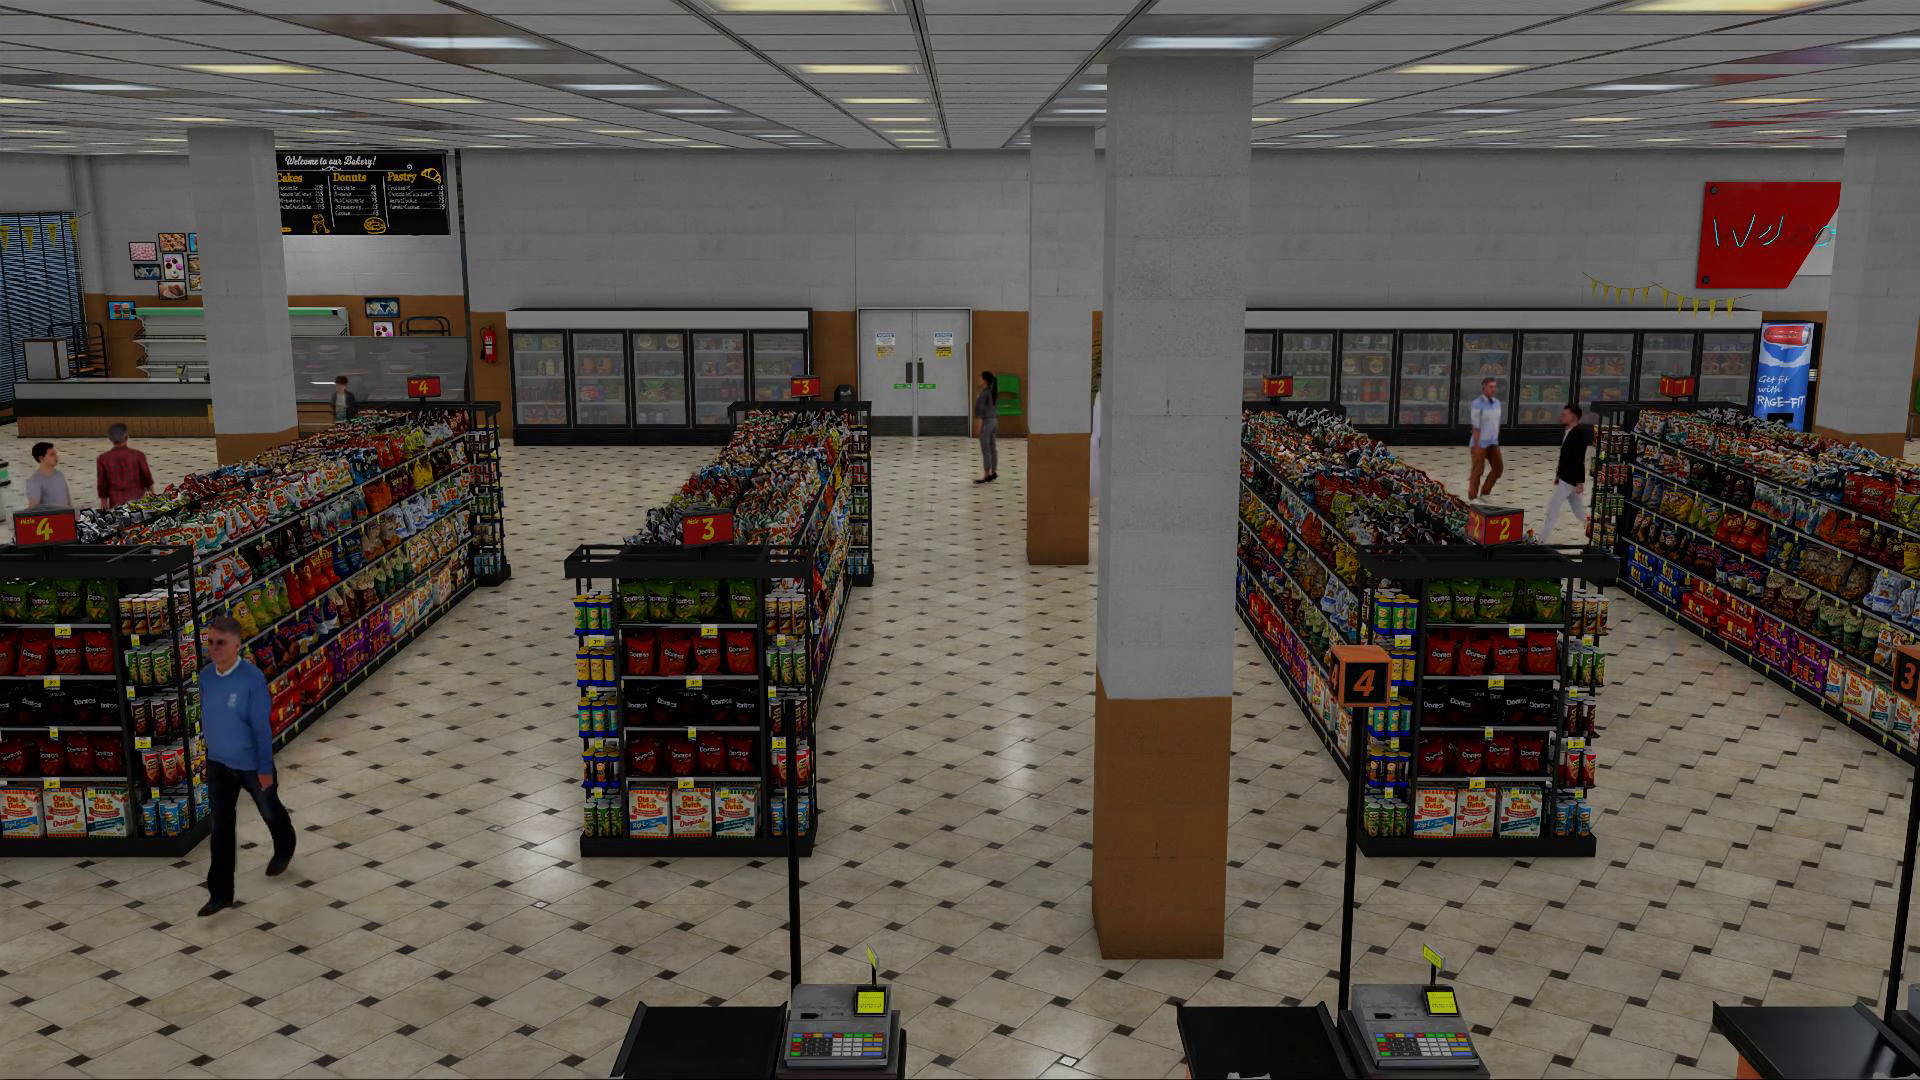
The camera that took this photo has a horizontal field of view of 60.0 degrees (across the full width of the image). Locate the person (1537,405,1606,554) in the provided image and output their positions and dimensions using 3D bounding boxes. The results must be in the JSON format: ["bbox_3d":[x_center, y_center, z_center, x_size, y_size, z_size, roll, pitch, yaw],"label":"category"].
[{"bbox_3d":[7.341,-0.664,19.706,0.960,1.790,1.242,3,12,14],"label":"person"}]

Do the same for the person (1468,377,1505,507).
[{"bbox_3d":[7.153,-1.341,22.867,0.820,1.811,0.834,-6,13,-28],"label":"person"}]

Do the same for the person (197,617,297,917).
[{"bbox_3d":[-4.385,1.334,10.265,0.782,1.770,1.223,2,12,8],"label":"person"}]

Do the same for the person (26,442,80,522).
[{"bbox_3d":[-9.188,-0.051,16.709,0.740,1.825,1.085,0,12,0],"label":"person"}]

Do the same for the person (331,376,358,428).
[{"bbox_3d":[-9.721,-1.880,26.355,0.561,1.430,0.802,1,12,5],"label":"person"}]

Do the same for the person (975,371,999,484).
[{"bbox_3d":[0.419,-1.689,24.845,0.782,1.678,0.688,7,14,29],"label":"person"}]

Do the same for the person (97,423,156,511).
[{"bbox_3d":[-9.094,-0.346,18.190,0.838,1.793,1.142,-3,12,-13],"label":"person"}]
